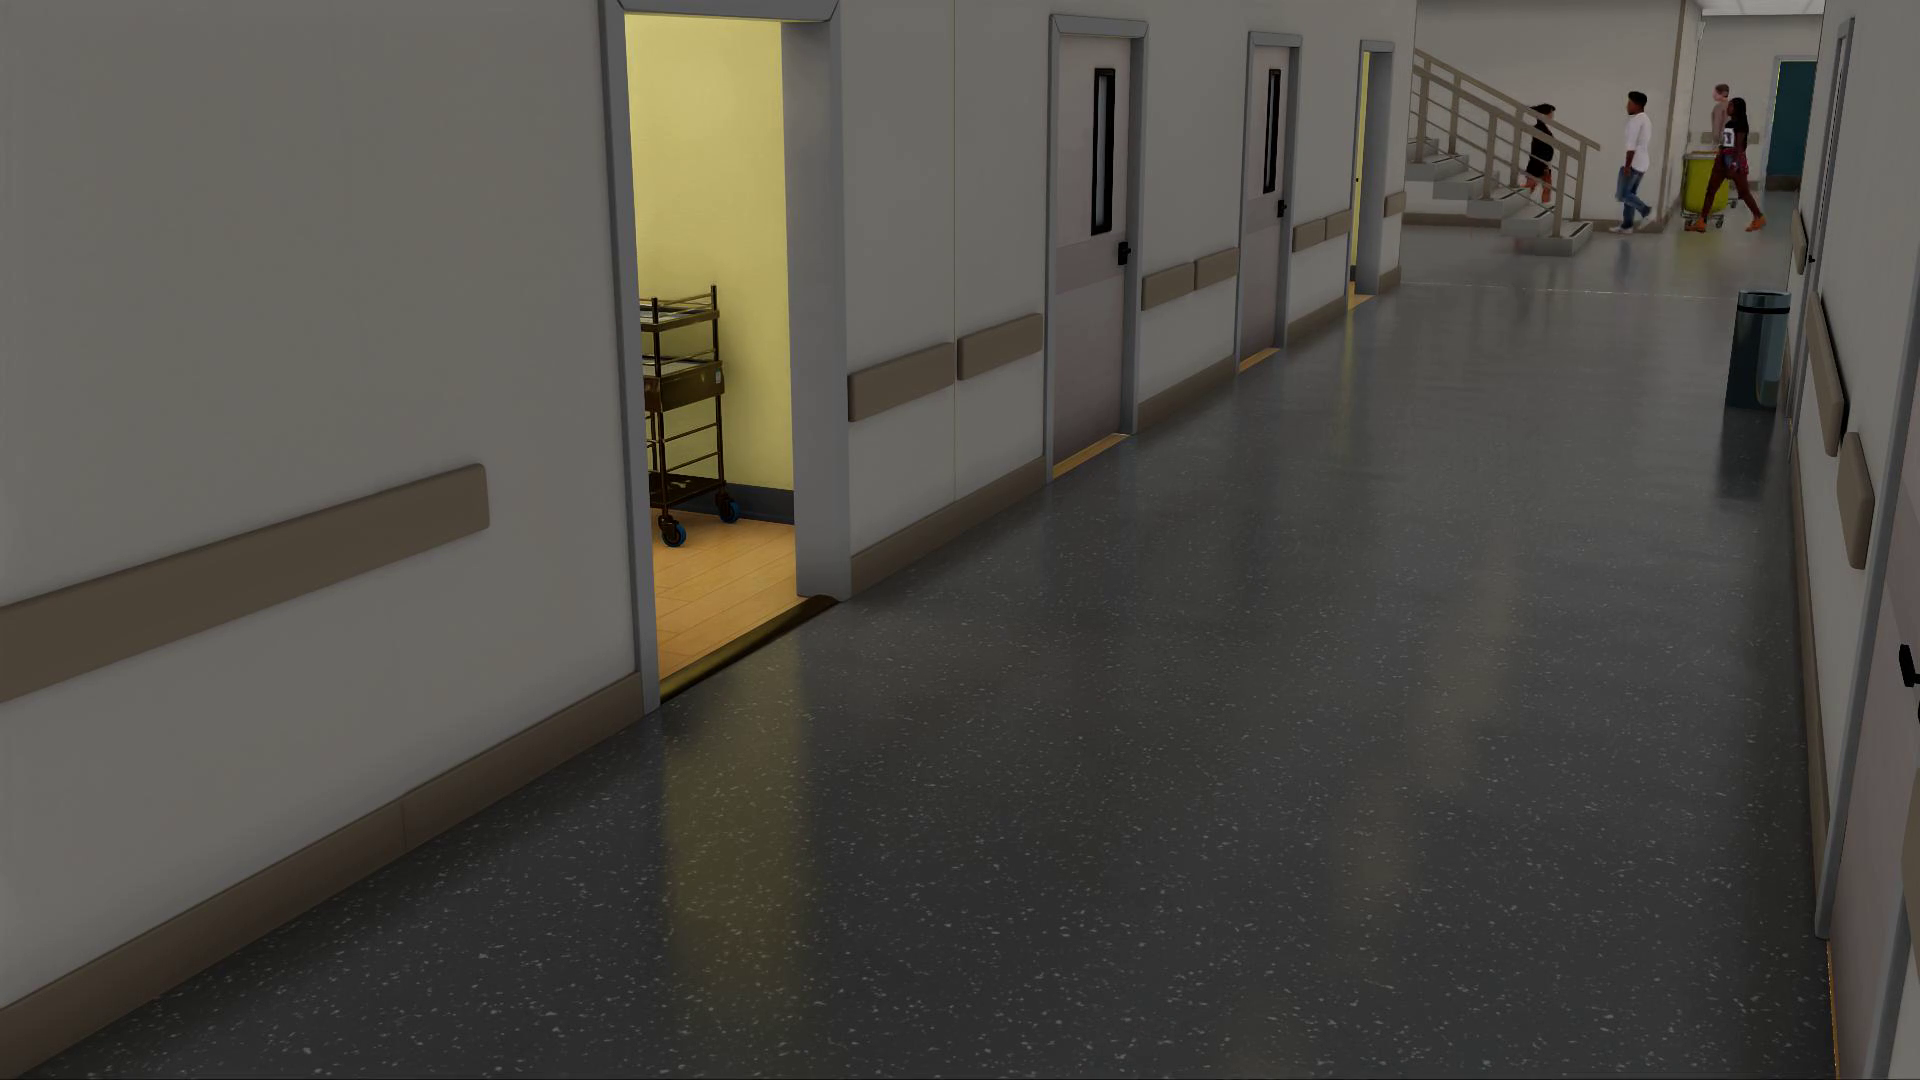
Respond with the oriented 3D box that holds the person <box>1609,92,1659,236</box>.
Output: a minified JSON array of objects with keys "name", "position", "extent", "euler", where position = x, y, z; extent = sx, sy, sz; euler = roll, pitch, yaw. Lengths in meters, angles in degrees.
[{"name":"person","position":[8.647,-4.768,21.142],"extent":[0.938,1.789,0.780],"euler":[14,21,41]}]

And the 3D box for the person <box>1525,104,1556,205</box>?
[{"name":"person","position":[7.499,-4.875,21.830],"extent":[0.737,1.620,0.573],"euler":[7,17,23]}]

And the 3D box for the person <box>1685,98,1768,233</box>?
[{"name":"person","position":[9.919,-4.720,21.179],"extent":[1.301,1.675,1.047],"euler":[-2,16,-6]}]

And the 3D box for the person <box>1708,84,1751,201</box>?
[{"name":"person","position":[12.384,-6.390,26.845],"extent":[1.112,1.816,1.282],"euler":[-8,18,-27]}]
